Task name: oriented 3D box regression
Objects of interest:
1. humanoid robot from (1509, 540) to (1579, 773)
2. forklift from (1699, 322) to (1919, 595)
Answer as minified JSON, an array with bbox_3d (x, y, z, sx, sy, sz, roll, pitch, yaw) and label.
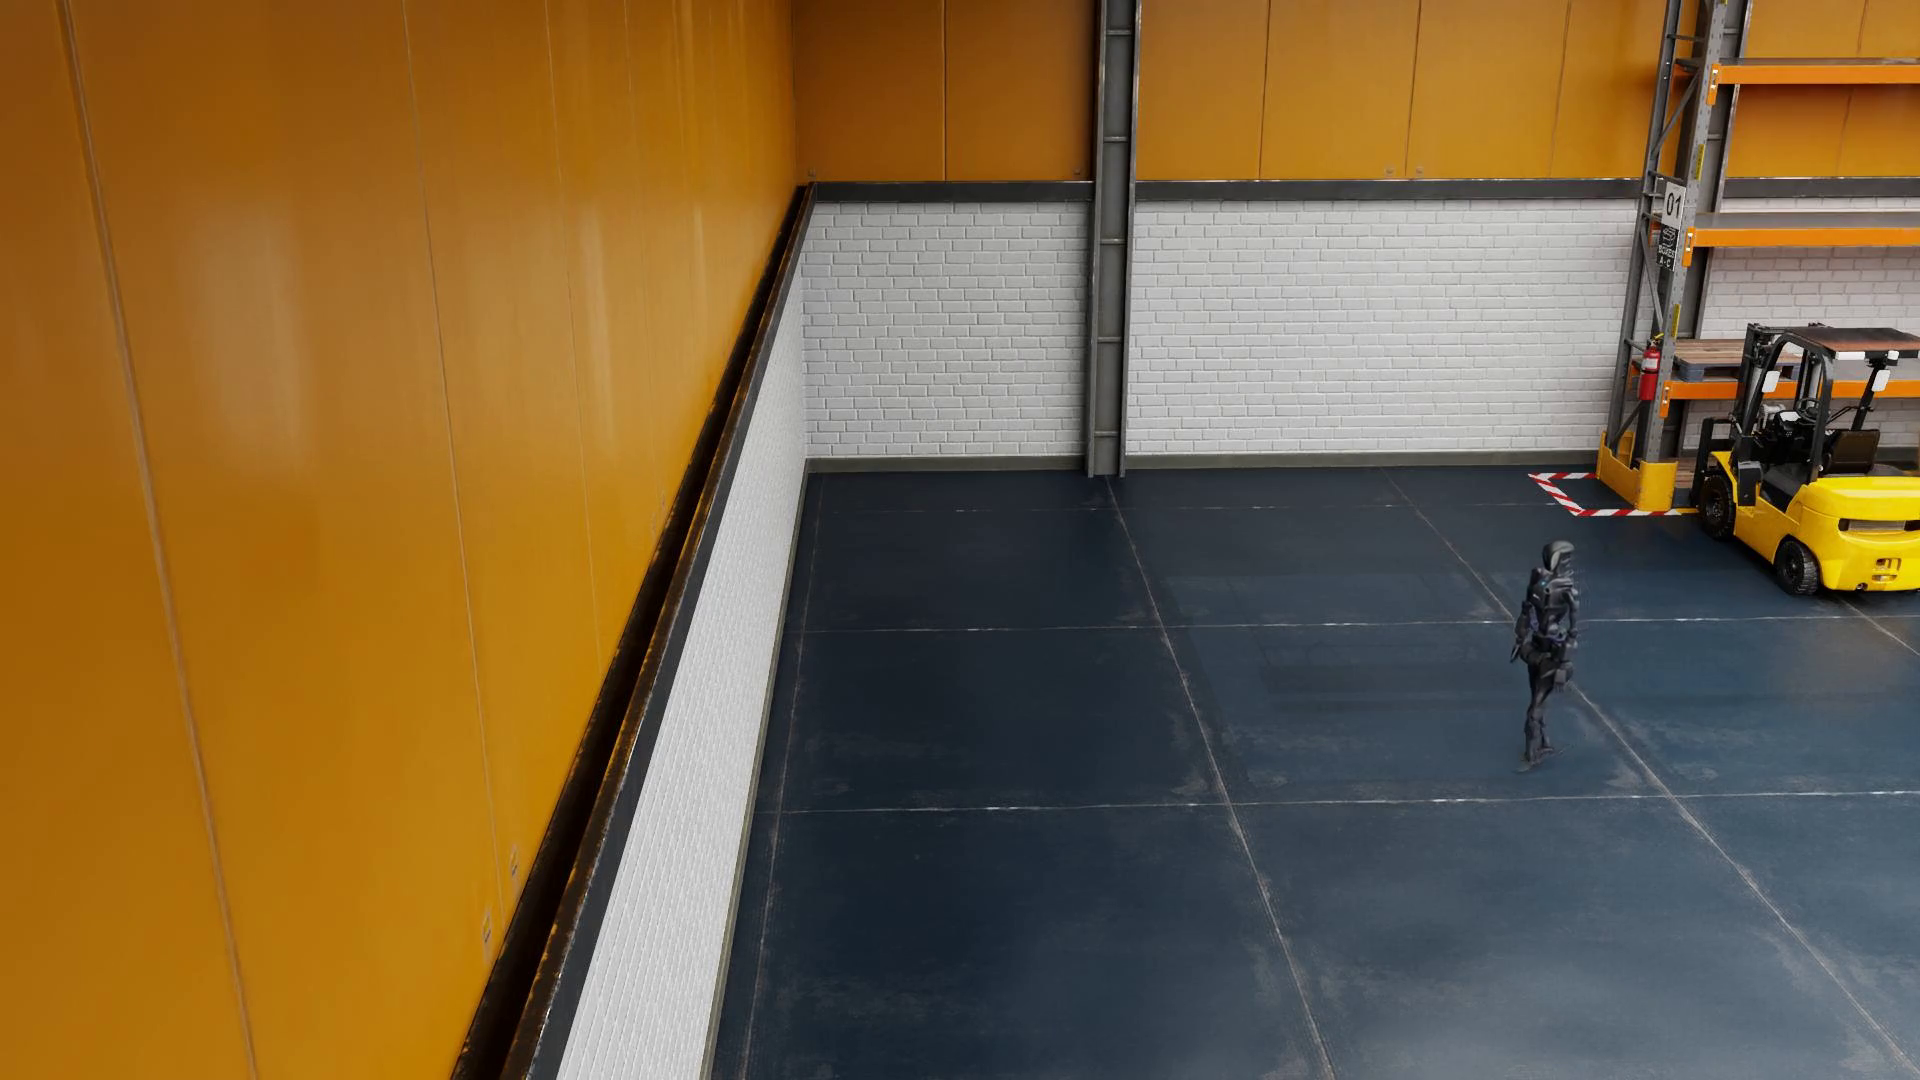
[{"bbox_3d":[3.991,0.773,11.433,0.567,1.640,0.587,-7,21,-18],"label":"humanoid robot"},{"bbox_3d":[7.809,-0.792,14.926,1.214,2.155,2.313,-1,20,-2],"label":"forklift"}]
